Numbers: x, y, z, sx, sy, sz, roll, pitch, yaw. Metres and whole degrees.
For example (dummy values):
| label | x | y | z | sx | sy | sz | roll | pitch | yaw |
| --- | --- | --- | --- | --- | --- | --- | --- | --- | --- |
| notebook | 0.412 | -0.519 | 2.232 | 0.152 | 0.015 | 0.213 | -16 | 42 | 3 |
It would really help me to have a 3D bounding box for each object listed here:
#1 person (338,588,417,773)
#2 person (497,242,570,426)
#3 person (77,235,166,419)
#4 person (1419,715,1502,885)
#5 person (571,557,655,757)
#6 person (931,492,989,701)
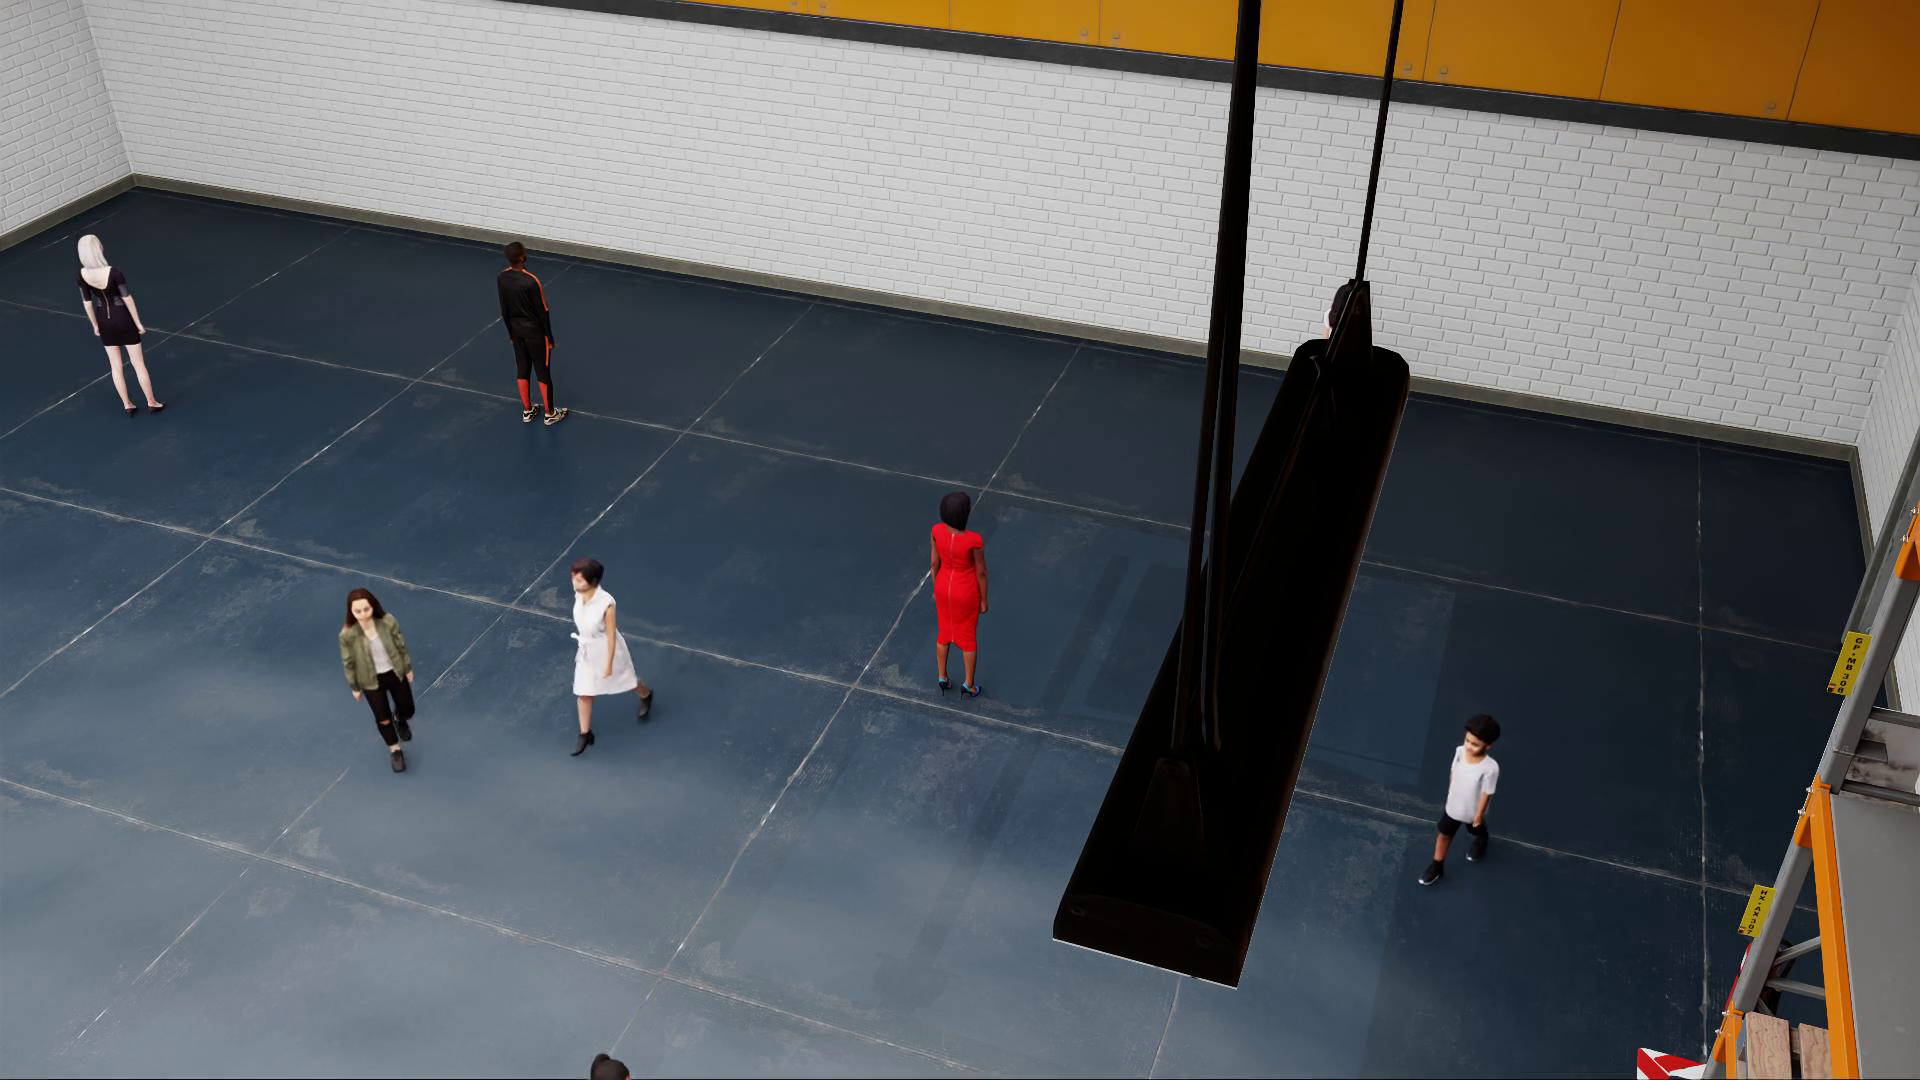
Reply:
| label | x | y | z | sx | sy | sz | roll | pitch | yaw |
| --- | --- | --- | --- | --- | --- | --- | --- | --- | --- |
| person | -3.999 | 0.914 | 11.476 | 0.772 | 1.468 | 0.832 | -16 | 37 | -23 |
| person | -4.007 | -1.925 | 15.439 | 0.614 | 1.808 | 0.519 | 10 | 35 | 15 |
| person | -7.875 | -1.997 | 15.528 | 0.658 | 1.830 | 0.643 | -4 | 34 | -6 |
| person | 3.288 | 1.622 | 10.609 | 0.712 | 1.248 | 0.924 | 28 | 43 | 35 |
| person | -2.446 | 0.759 | 11.663 | 0.674 | 1.519 | 1.035 | 19 | 38 | 26 |
| person | -0.020 | 0.403 | 11.995 | 0.587 | 1.744 | 0.506 | 14 | 36 | 20 |
